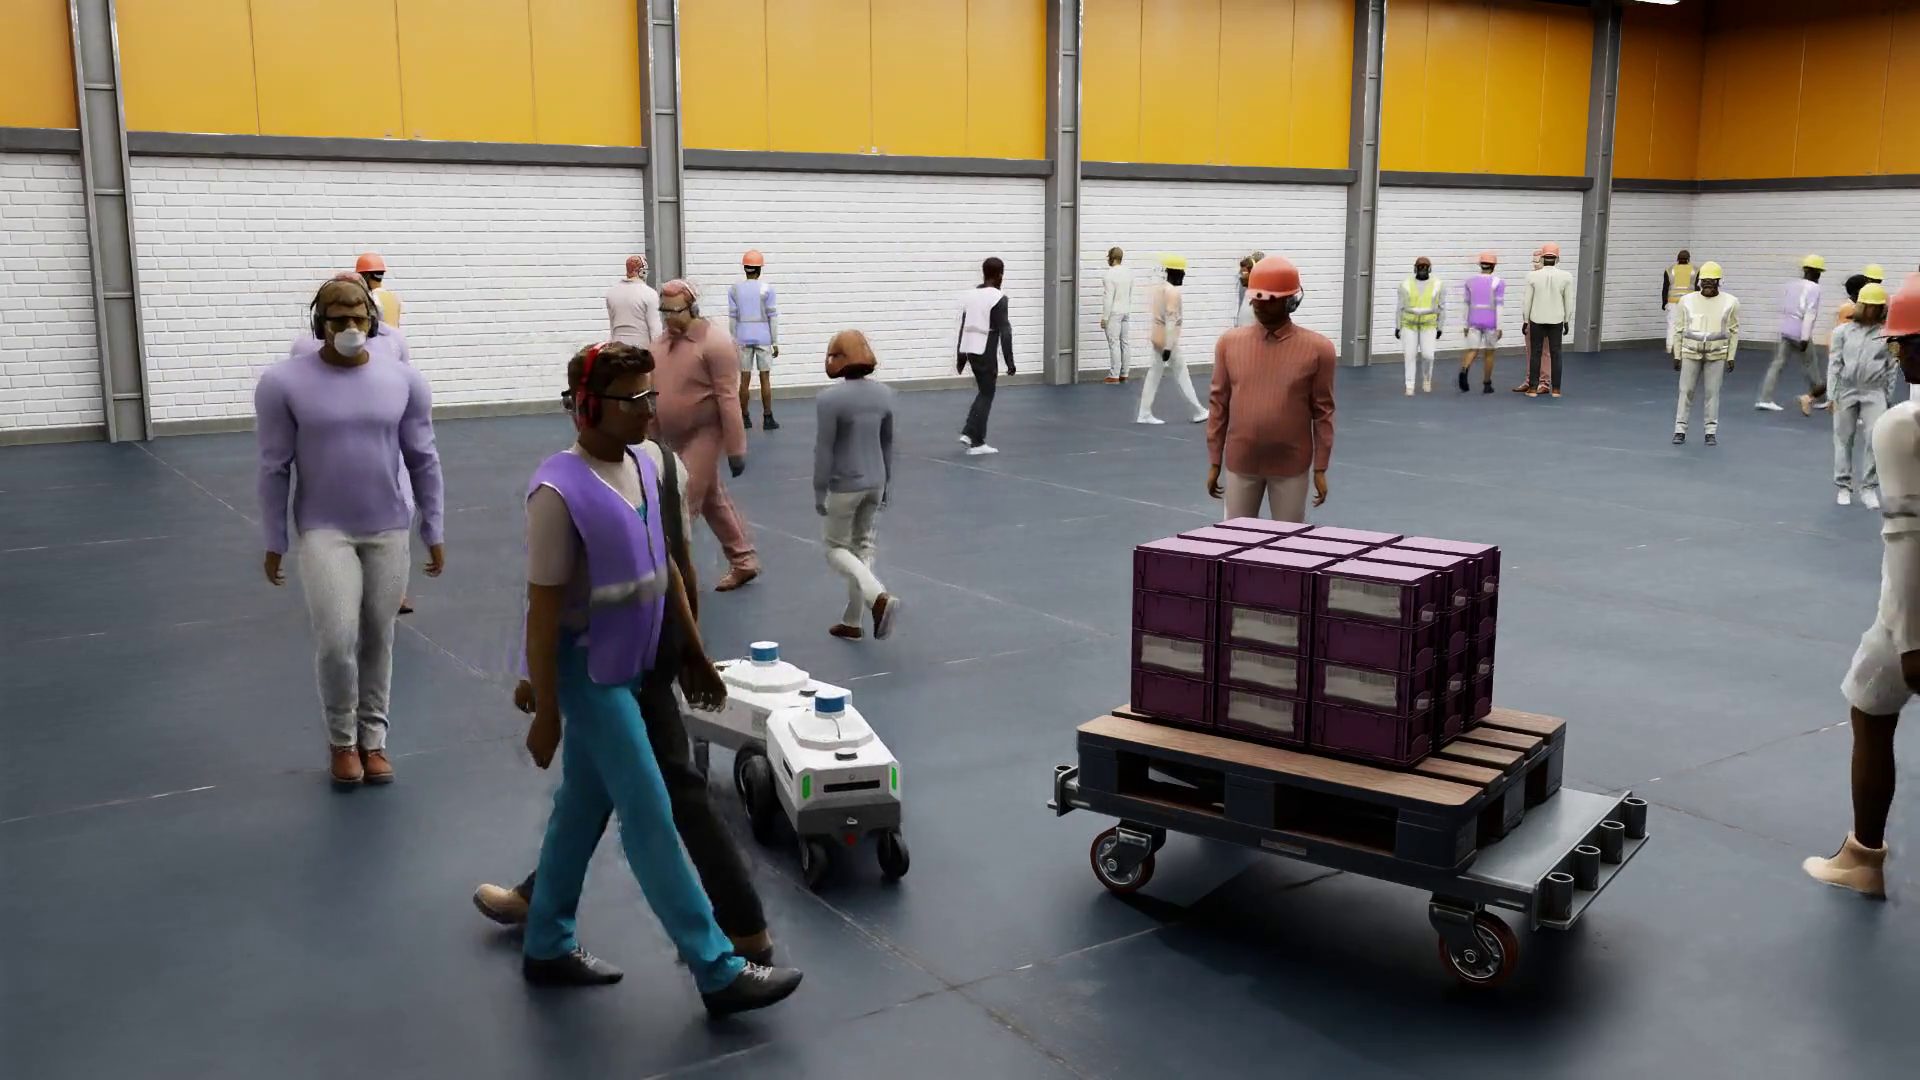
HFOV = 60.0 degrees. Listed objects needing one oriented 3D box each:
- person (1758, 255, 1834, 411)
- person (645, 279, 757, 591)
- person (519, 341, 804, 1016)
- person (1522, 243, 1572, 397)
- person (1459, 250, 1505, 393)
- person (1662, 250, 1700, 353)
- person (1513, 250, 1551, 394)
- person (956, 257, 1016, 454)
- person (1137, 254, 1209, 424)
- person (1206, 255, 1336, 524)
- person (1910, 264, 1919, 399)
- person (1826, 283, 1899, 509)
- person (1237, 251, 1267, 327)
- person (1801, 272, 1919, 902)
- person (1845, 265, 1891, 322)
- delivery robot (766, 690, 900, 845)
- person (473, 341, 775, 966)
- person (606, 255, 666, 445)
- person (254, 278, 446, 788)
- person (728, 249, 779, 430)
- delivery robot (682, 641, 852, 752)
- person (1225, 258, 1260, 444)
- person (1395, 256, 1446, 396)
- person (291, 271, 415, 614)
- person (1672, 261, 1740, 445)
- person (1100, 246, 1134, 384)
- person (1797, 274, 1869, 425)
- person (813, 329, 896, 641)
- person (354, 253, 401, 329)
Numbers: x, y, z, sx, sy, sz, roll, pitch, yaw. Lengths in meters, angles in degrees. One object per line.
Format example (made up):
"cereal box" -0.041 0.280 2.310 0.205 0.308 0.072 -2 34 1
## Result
"person" 10.066 -2.464 19.879 1.044 1.856 0.600 -2 10 -10
"person" -1.530 -0.561 9.508 0.993 1.841 0.653 -10 14 -43
"person" -0.831 0.380 4.448 0.926 1.805 0.572 2 10 10
"person" 7.643 -2.862 21.685 0.613 1.995 0.390 2 11 13
"person" 6.886 -2.870 21.988 0.547 1.917 0.727 8 13 37
"person" 12.898 -4.261 29.776 0.634 1.841 0.429 4 11 19
"person" 7.685 -2.894 22.120 0.409 1.904 0.640 -3 11 -16
"person" 0.235 -1.760 15.949 0.459 1.892 0.596 -7 12 -33
"person" 2.415 -2.208 18.418 0.945 1.886 0.591 -2 11 -12
"person" 1.482 -0.366 8.027 0.608 1.987 0.391 4 11 20
"person" 10.813 -2.228 18.647 0.619 1.839 0.430 -4 11 -21
"person" 6.923 -1.099 12.782 0.486 1.726 0.593 5 11 24
"person" 3.825 -2.769 21.483 1.013 1.887 0.649 -2 10 -10
"person" 2.992 0.224 4.850 0.628 2.002 1.026 -3 11 -14
"person" 10.855 -2.421 19.965 0.543 1.742 0.569 1 10 3
"delivery robot" -0.434 0.748 5.590 0.477 0.478 0.707 -3 11 -15
"person" -0.959 0.336 4.741 0.984 1.791 0.494 3 11 14
"person" -3.172 -1.853 16.430 0.644 1.903 0.401 6 12 30
"person" -2.251 -0.008 6.230 0.654 1.922 0.481 -7 13 -34
"person" -2.218 -2.155 17.965 0.543 1.939 0.362 2 10 9
"delivery robot" -0.732 0.626 6.260 0.477 0.478 0.707 -10 14 -44
"person" 2.850 -1.836 16.413 0.329 1.871 0.510 -1 10 -8
"person" 6.016 -2.793 21.792 0.632 1.830 0.438 3 11 17
"person" -3.267 -0.508 9.078 0.673 1.886 0.576 -8 13 -36
"person" 7.456 -1.863 16.651 0.591 1.834 0.404 5 11 24
"person" 2.205 -3.168 23.517 0.374 1.941 0.627 9 14 40
"person" 9.759 -2.110 18.453 0.661 1.675 0.531 8 13 38
"person" -0.491 -0.254 8.421 0.526 1.611 0.544 -10 14 -44
"person" -5.238 -1.599 14.942 0.383 1.932 0.540 2 11 11
